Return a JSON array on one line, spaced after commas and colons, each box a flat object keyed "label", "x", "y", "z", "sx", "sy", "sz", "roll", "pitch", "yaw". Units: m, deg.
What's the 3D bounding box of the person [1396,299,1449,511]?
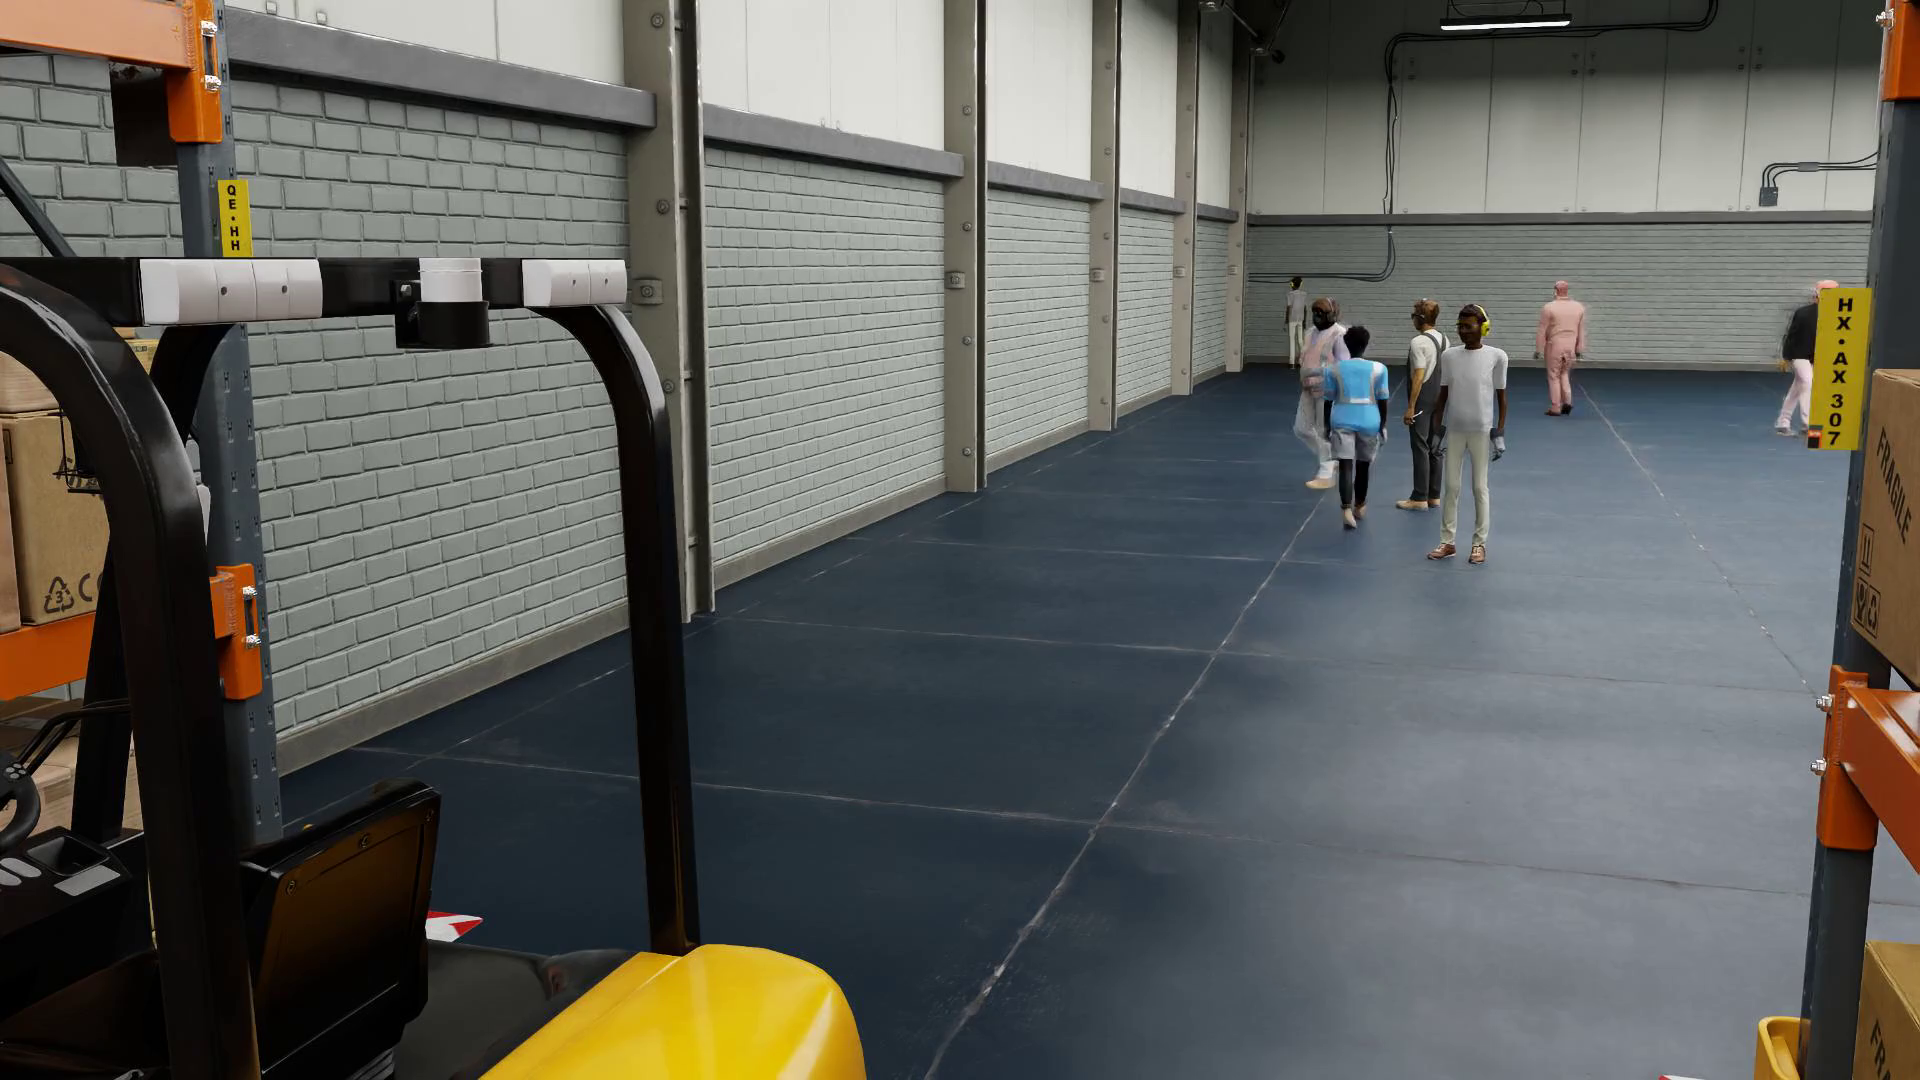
[{"label": "person", "x": 4.057, "y": -1.178, "z": 14.535, "sx": 0.515, "sy": 1.844, "sz": 0.329, "roll": -9, "pitch": 13, "yaw": -44}]

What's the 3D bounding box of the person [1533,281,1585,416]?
[{"label": "person", "x": 8.412, "y": -2.683, "z": 23.378, "sx": 0.664, "sy": 1.890, "sz": 0.437, "roll": -3, "pitch": 10, "yaw": -16}]

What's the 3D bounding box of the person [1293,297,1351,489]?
[{"label": "person", "x": 3.462, "y": -1.394, "z": 15.874, "sx": 0.441, "sy": 1.828, "sz": 0.643, "roll": -4, "pitch": 10, "yaw": -24}]

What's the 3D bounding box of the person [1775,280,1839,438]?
[{"label": "person", "x": 10.480, "y": -2.212, "z": 20.436, "sx": 0.614, "sy": 1.932, "sz": 0.849, "roll": -5, "pitch": 11, "yaw": -28}]

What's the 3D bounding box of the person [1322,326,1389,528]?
[{"label": "person", "x": 3.236, "y": -0.929, "z": 13.654, "sx": 0.538, "sy": 1.645, "sz": 0.897, "roll": 2, "pitch": 10, "yaw": 11}]

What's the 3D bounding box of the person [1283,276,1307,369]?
[{"label": "person", "x": 6.774, "y": -4.402, "z": 33.670, "sx": 0.560, "sy": 1.868, "sz": 0.317, "roll": -4, "pitch": 10, "yaw": -22}]

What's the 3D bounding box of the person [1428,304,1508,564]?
[{"label": "person", "x": 3.671, "y": -0.764, "z": 12.008, "sx": 0.538, "sy": 1.866, "sz": 0.312, "roll": 7, "pitch": 12, "yaw": 35}]
